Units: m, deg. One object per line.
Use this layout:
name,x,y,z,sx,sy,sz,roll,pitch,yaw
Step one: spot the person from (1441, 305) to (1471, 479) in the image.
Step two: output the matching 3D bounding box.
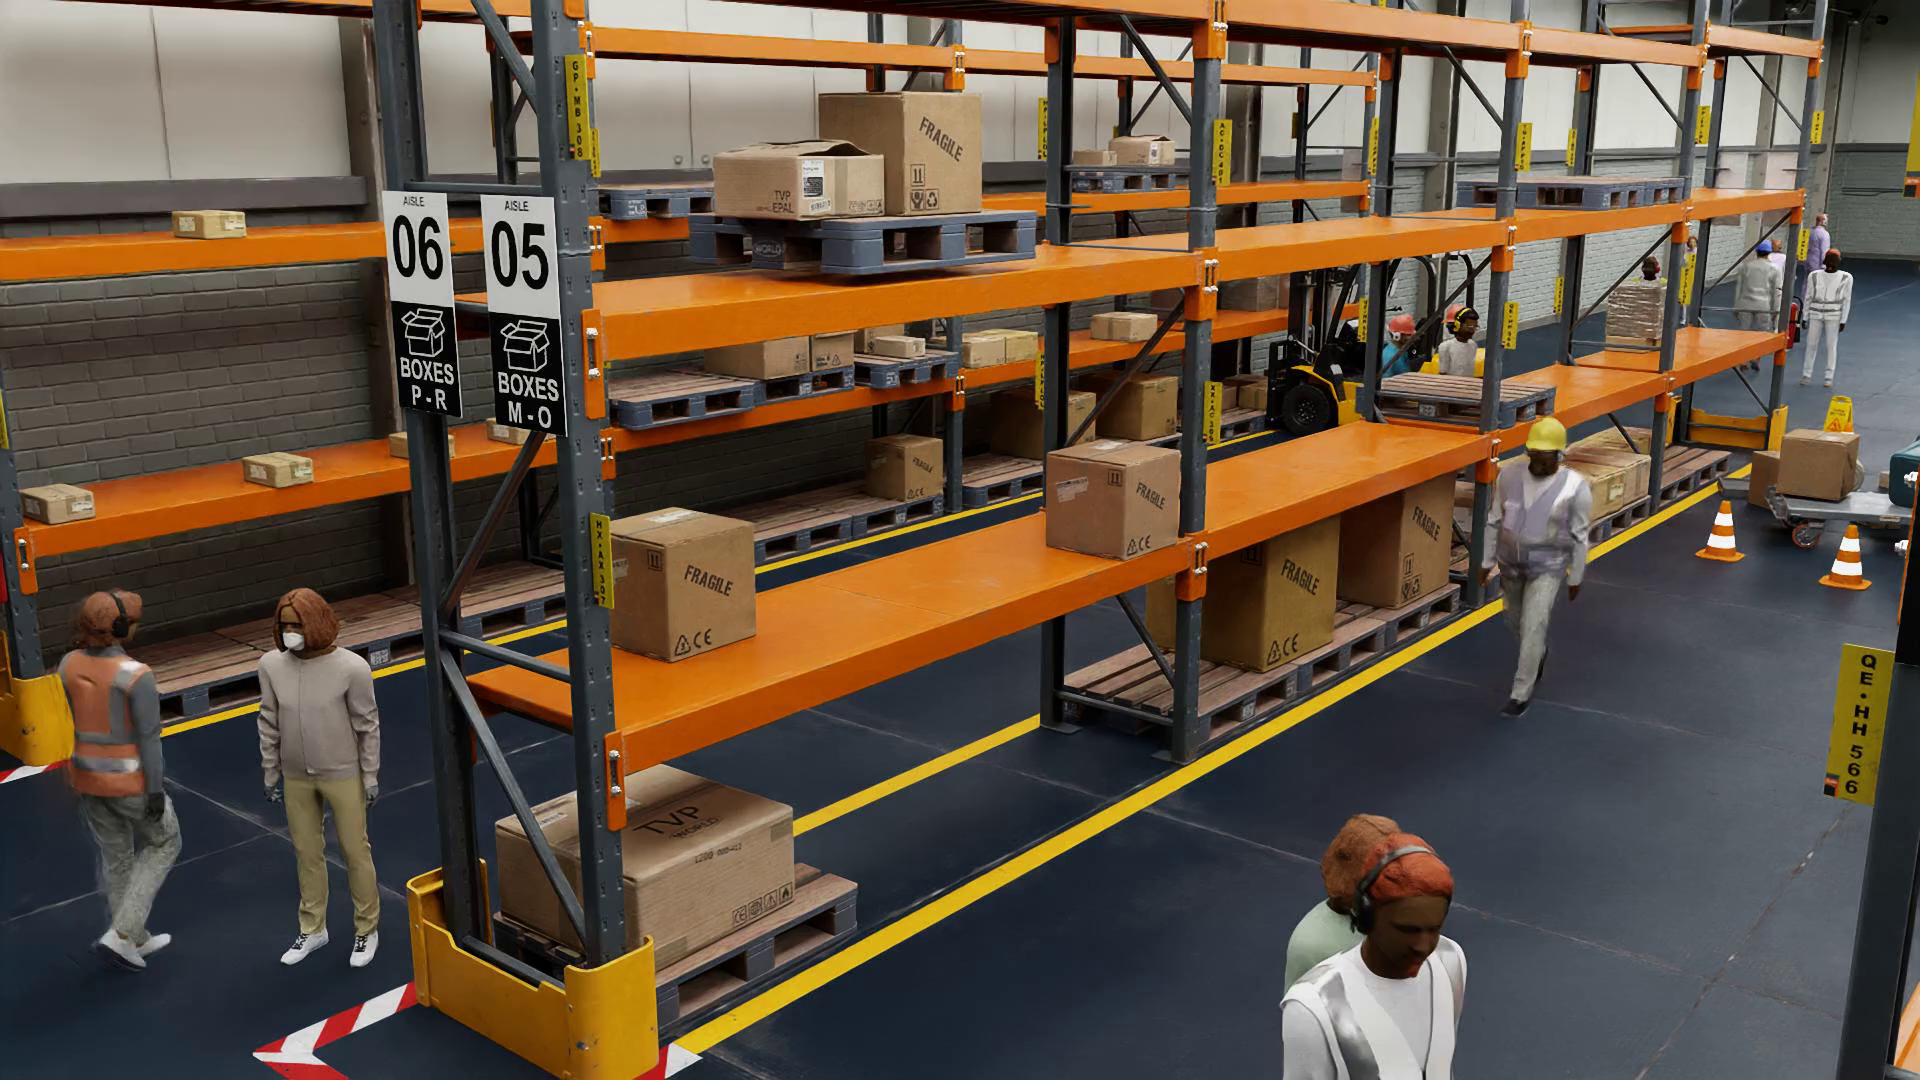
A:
person,4.968,-1.485,16.713,0.347,1.746,0.573,3,14,13

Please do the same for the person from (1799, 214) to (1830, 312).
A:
person,16.460,-5.303,31.964,0.400,1.900,0.648,-1,14,-3

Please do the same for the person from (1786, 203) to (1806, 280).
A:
person,19.714,-7.074,39.306,0.341,1.839,0.501,4,14,16

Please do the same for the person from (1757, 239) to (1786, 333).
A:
person,13.940,-4.343,28.578,0.515,1.640,0.315,-3,14,-11

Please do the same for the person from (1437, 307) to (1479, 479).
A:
person,4.606,-1.221,15.408,0.519,1.865,0.327,-10,17,-34

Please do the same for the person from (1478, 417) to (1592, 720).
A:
person,3.494,0.124,10.069,0.840,1.801,0.590,-13,19,-43

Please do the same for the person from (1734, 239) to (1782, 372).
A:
person,11.548,-3.390,24.109,0.627,1.919,0.479,9,17,33

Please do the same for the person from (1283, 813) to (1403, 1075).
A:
person,1.103,1.527,4.719,0.498,1.625,0.303,-9,16,-32

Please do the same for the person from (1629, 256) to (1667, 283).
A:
person,9.053,-2.820,21.959,0.566,1.841,0.381,7,15,26

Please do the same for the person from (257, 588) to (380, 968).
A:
person,-2.648,0.986,6.896,0.507,1.631,0.265,2,14,6

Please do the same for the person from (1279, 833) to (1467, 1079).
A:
person,0.974,1.577,3.966,0.583,1.884,0.337,-10,17,-36

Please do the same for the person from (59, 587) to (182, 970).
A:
person,-3.470,1.003,6.853,0.513,1.623,0.417,5,15,19

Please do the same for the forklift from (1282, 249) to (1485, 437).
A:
forklift,4.886,-2.214,18.767,2.313,2.155,1.214,11,18,38

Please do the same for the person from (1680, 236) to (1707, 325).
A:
person,13.082,-4.634,29.832,0.547,1.592,0.842,5,15,20

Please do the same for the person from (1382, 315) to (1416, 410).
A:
person,4.160,-1.299,15.983,0.411,1.736,0.584,9,16,32

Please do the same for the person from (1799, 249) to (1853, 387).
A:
person,11.857,-3.045,22.802,0.579,1.877,0.338,11,17,37
